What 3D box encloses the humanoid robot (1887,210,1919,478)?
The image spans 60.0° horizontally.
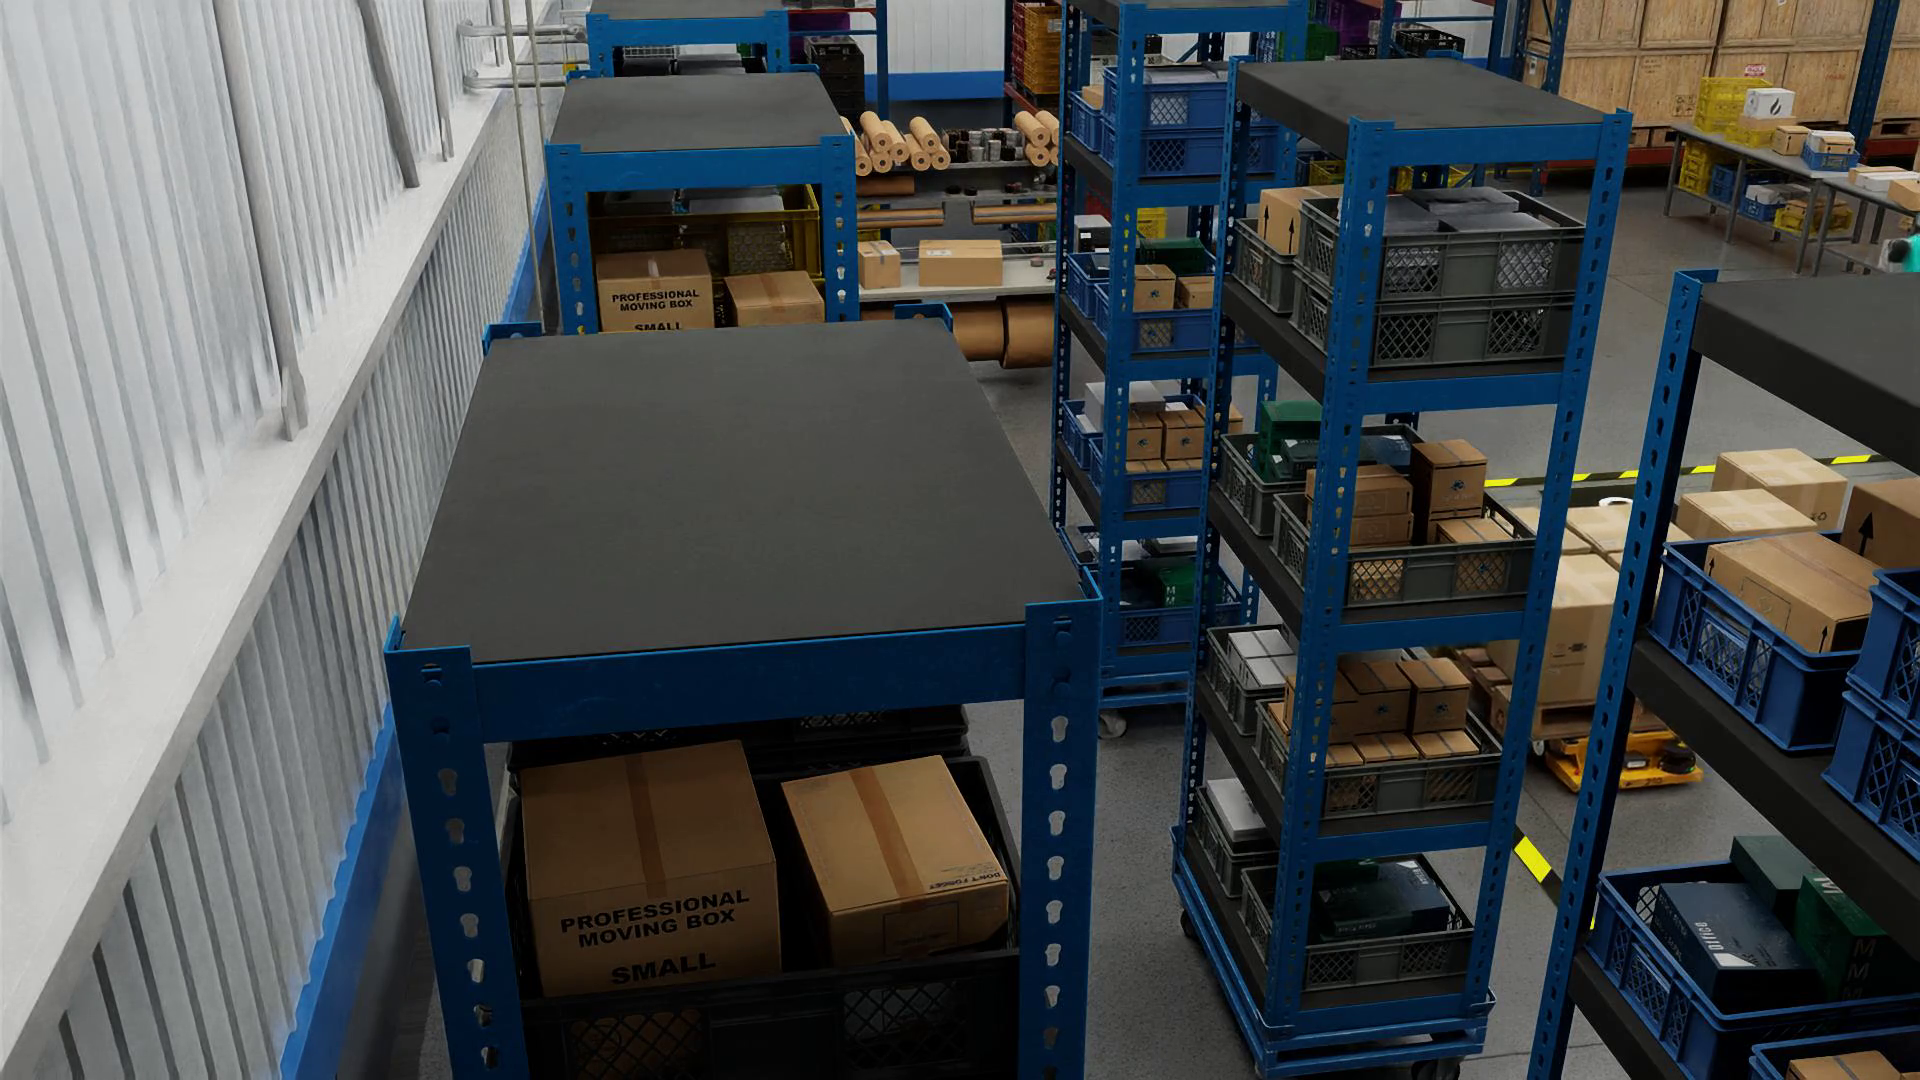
[{"bbox_3d":[6.663,-1.275,11.389,0.557,1.812,0.937,1,25,1],"label":"humanoid robot"}]

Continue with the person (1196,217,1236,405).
[{"bbox_3d":[1.702,-1.263,11.150,0.365,1.852,0.589,-4,25,-9],"label":"person"}]

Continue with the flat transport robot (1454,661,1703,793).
[{"bbox_3d":[3.113,0.807,8.511,0.652,0.197,1.431,-4,25,-8],"label":"flat transport robot"}]
